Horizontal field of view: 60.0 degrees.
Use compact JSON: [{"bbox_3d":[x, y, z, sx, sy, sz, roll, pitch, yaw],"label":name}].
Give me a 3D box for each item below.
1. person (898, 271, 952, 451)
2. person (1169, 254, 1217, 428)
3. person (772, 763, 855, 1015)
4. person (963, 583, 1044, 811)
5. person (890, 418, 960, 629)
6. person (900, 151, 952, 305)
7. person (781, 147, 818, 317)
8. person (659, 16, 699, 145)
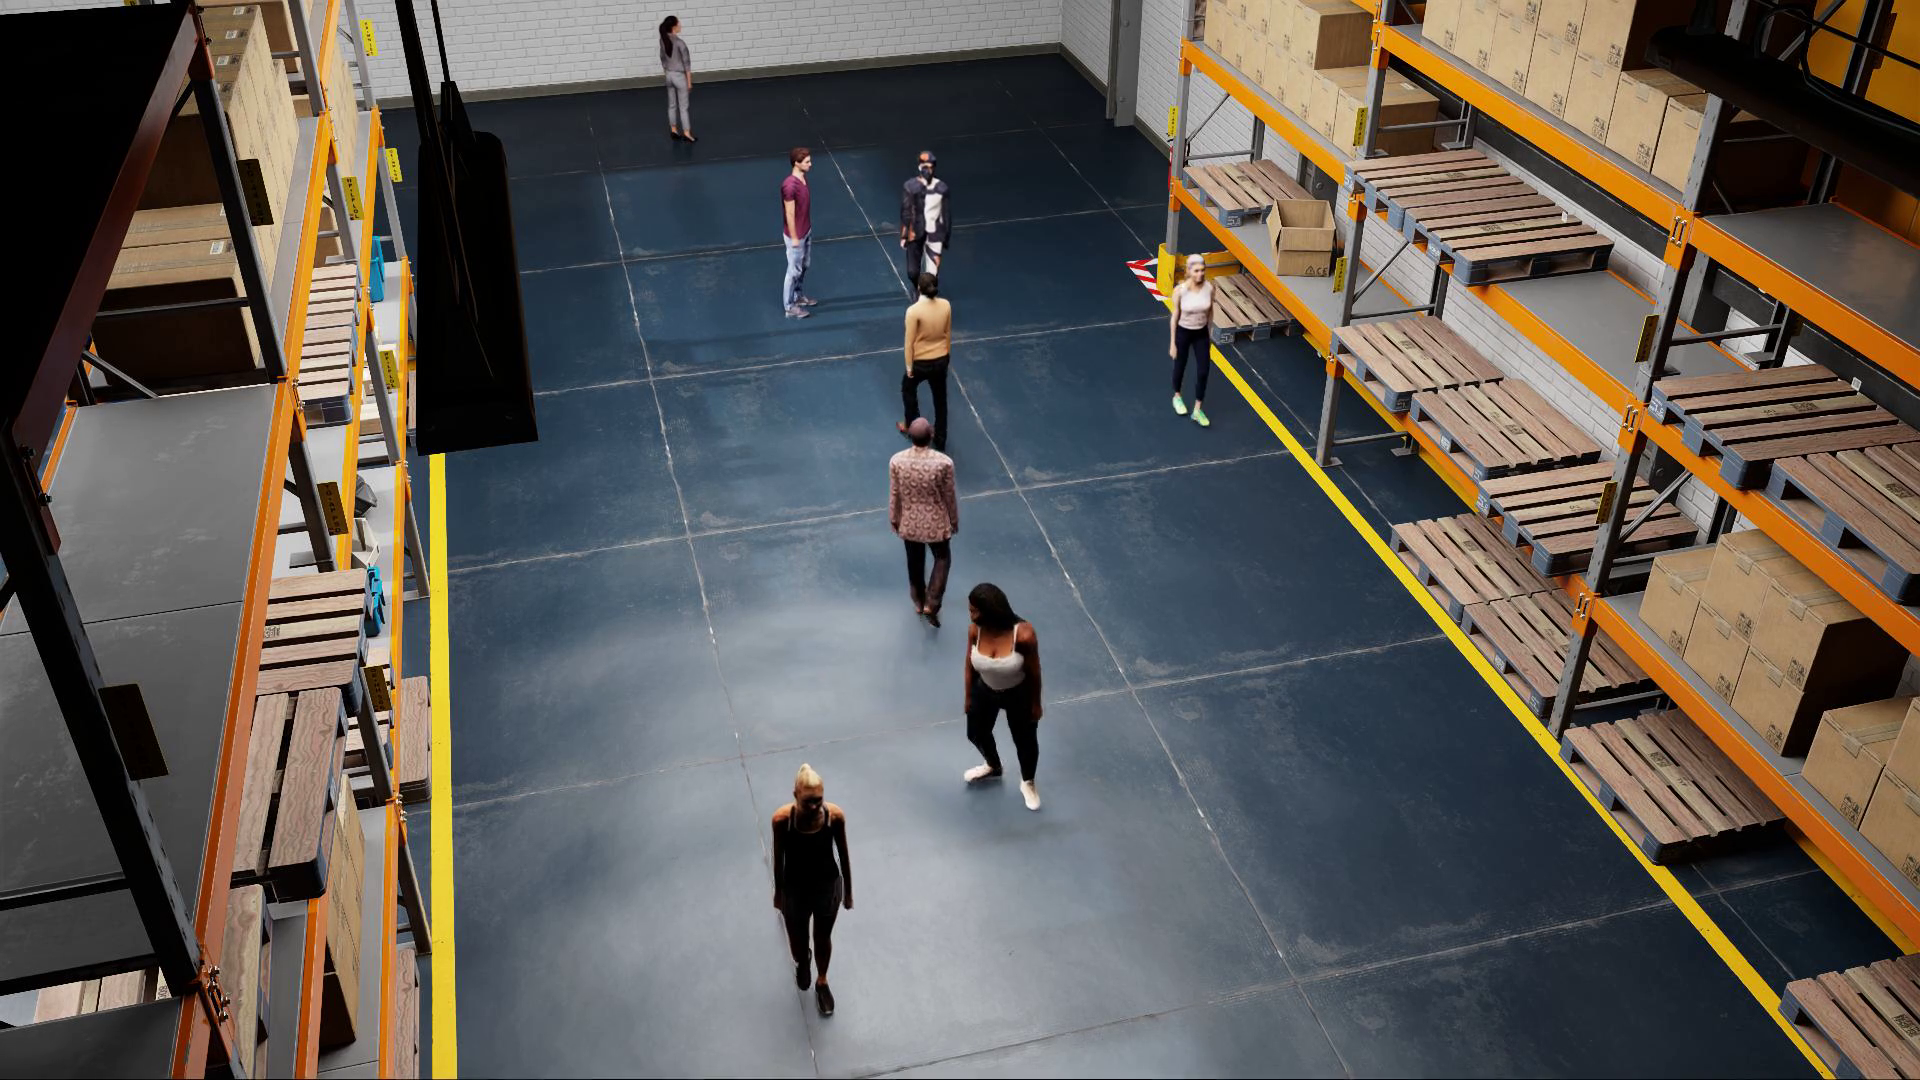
[{"bbox_3d":[-0.252,-1.609,15.297,0.788,1.738,0.892,-17,37,-24],"label":"person"},{"bbox_3d":[2.166,-1.976,15.897,0.626,1.683,0.814,-8,34,-12],"label":"person"},{"bbox_3d":[-0.888,1.988,9.799,0.639,1.832,0.679,-6,34,-9],"label":"person"},{"bbox_3d":[0.301,1.043,11.274,0.862,1.773,0.880,4,34,6],"label":"person"},{"bbox_3d":[-0.284,-0.100,12.976,0.913,1.792,1.037,6,34,8],"label":"person"},{"bbox_3d":[-0.369,-3.234,17.608,0.811,1.884,0.949,-1,34,-1],"label":"person"},{"bbox_3d":[-1.745,-3.304,17.752,0.799,1.842,0.682,8,34,12],"label":"person"},{"bbox_3d":[-3.773,-6.130,22.153,0.705,1.677,0.776,20,38,27],"label":"person"}]
